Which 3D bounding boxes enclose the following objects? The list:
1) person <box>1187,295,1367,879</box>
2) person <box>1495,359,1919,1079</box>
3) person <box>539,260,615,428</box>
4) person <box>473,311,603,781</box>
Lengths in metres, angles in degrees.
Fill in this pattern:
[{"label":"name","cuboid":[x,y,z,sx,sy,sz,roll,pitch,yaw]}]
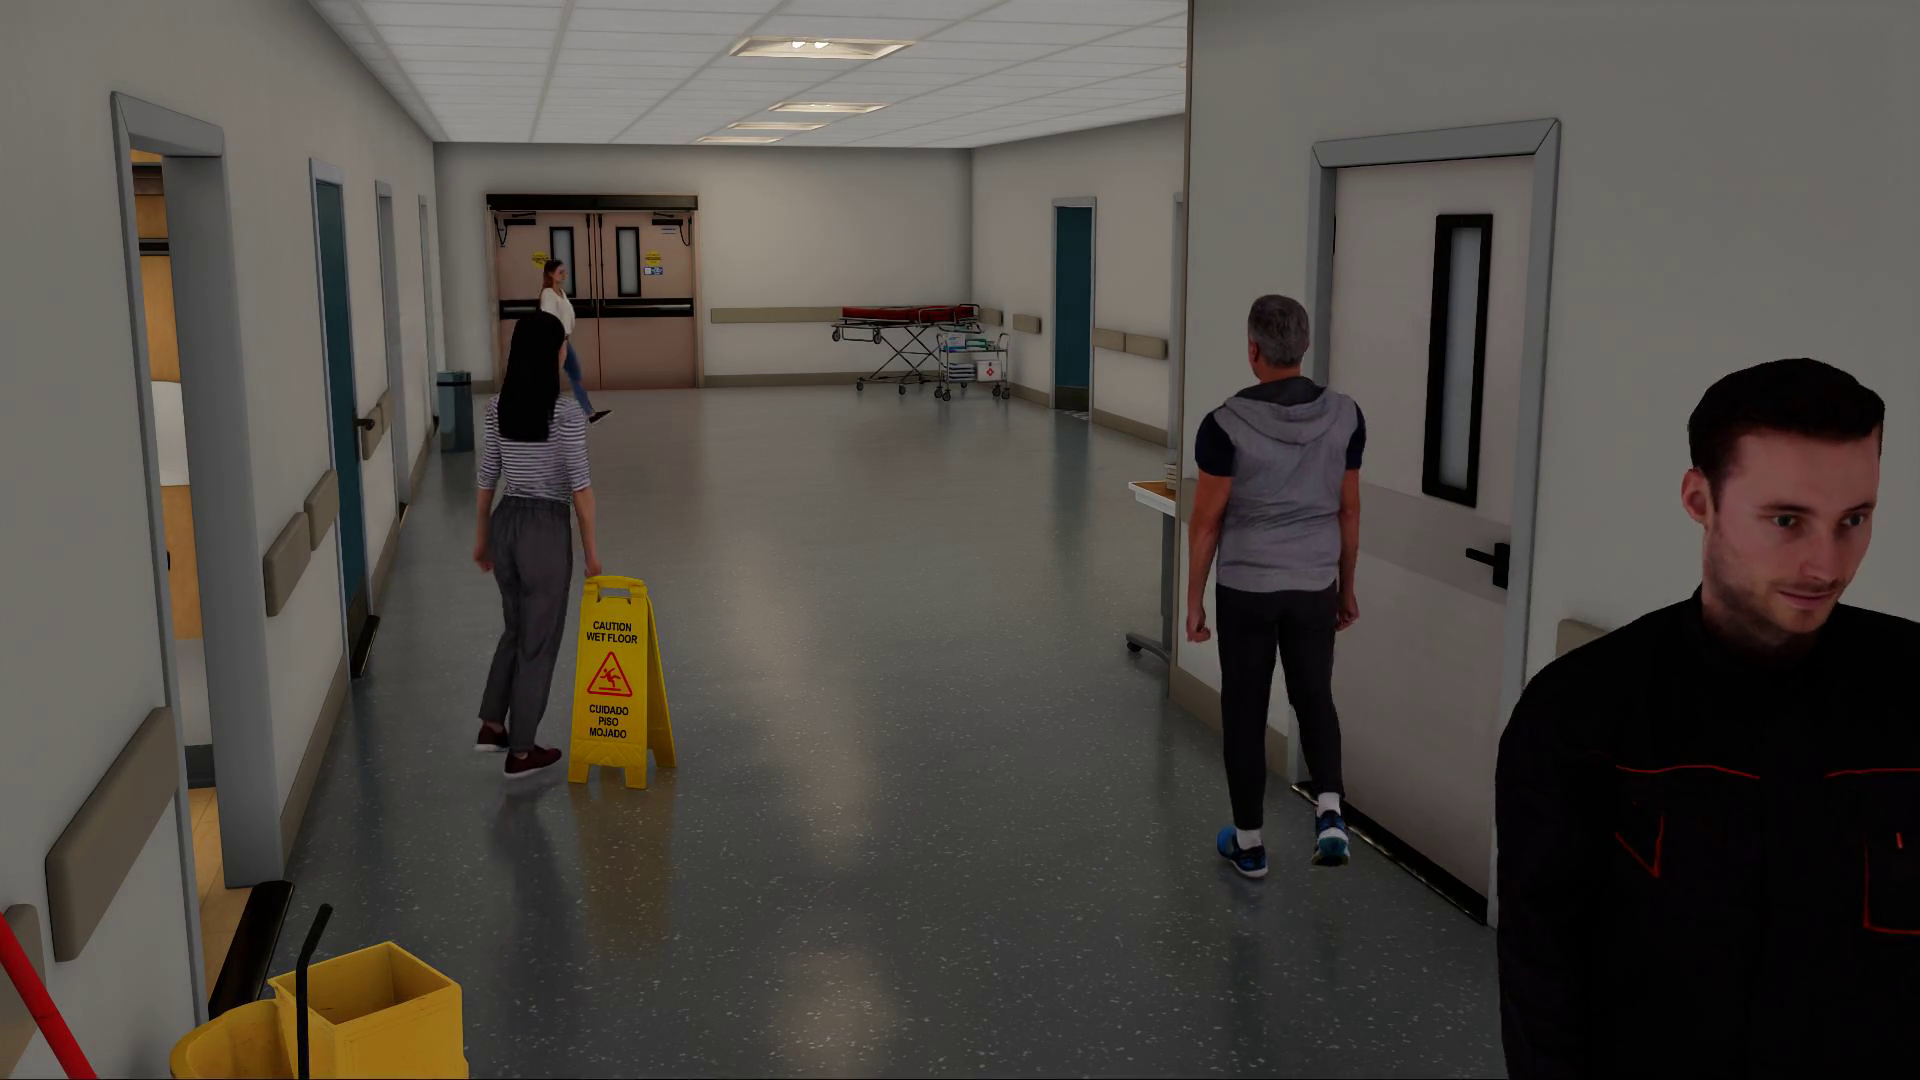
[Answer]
[{"label":"person","cuboid":[0.994,0.184,5.026,0.743,1.817,0.844,-2,11,-10]},{"label":"person","cuboid":[0.907,0.727,1.995,0.908,1.881,0.991,2,11,12]},{"label":"person","cuboid":[-4.051,-1.876,16.327,1.020,1.651,1.113,2,11,10]},{"label":"person","cuboid":[-1.610,0.043,6.050,0.754,1.713,0.811,5,12,24]}]
